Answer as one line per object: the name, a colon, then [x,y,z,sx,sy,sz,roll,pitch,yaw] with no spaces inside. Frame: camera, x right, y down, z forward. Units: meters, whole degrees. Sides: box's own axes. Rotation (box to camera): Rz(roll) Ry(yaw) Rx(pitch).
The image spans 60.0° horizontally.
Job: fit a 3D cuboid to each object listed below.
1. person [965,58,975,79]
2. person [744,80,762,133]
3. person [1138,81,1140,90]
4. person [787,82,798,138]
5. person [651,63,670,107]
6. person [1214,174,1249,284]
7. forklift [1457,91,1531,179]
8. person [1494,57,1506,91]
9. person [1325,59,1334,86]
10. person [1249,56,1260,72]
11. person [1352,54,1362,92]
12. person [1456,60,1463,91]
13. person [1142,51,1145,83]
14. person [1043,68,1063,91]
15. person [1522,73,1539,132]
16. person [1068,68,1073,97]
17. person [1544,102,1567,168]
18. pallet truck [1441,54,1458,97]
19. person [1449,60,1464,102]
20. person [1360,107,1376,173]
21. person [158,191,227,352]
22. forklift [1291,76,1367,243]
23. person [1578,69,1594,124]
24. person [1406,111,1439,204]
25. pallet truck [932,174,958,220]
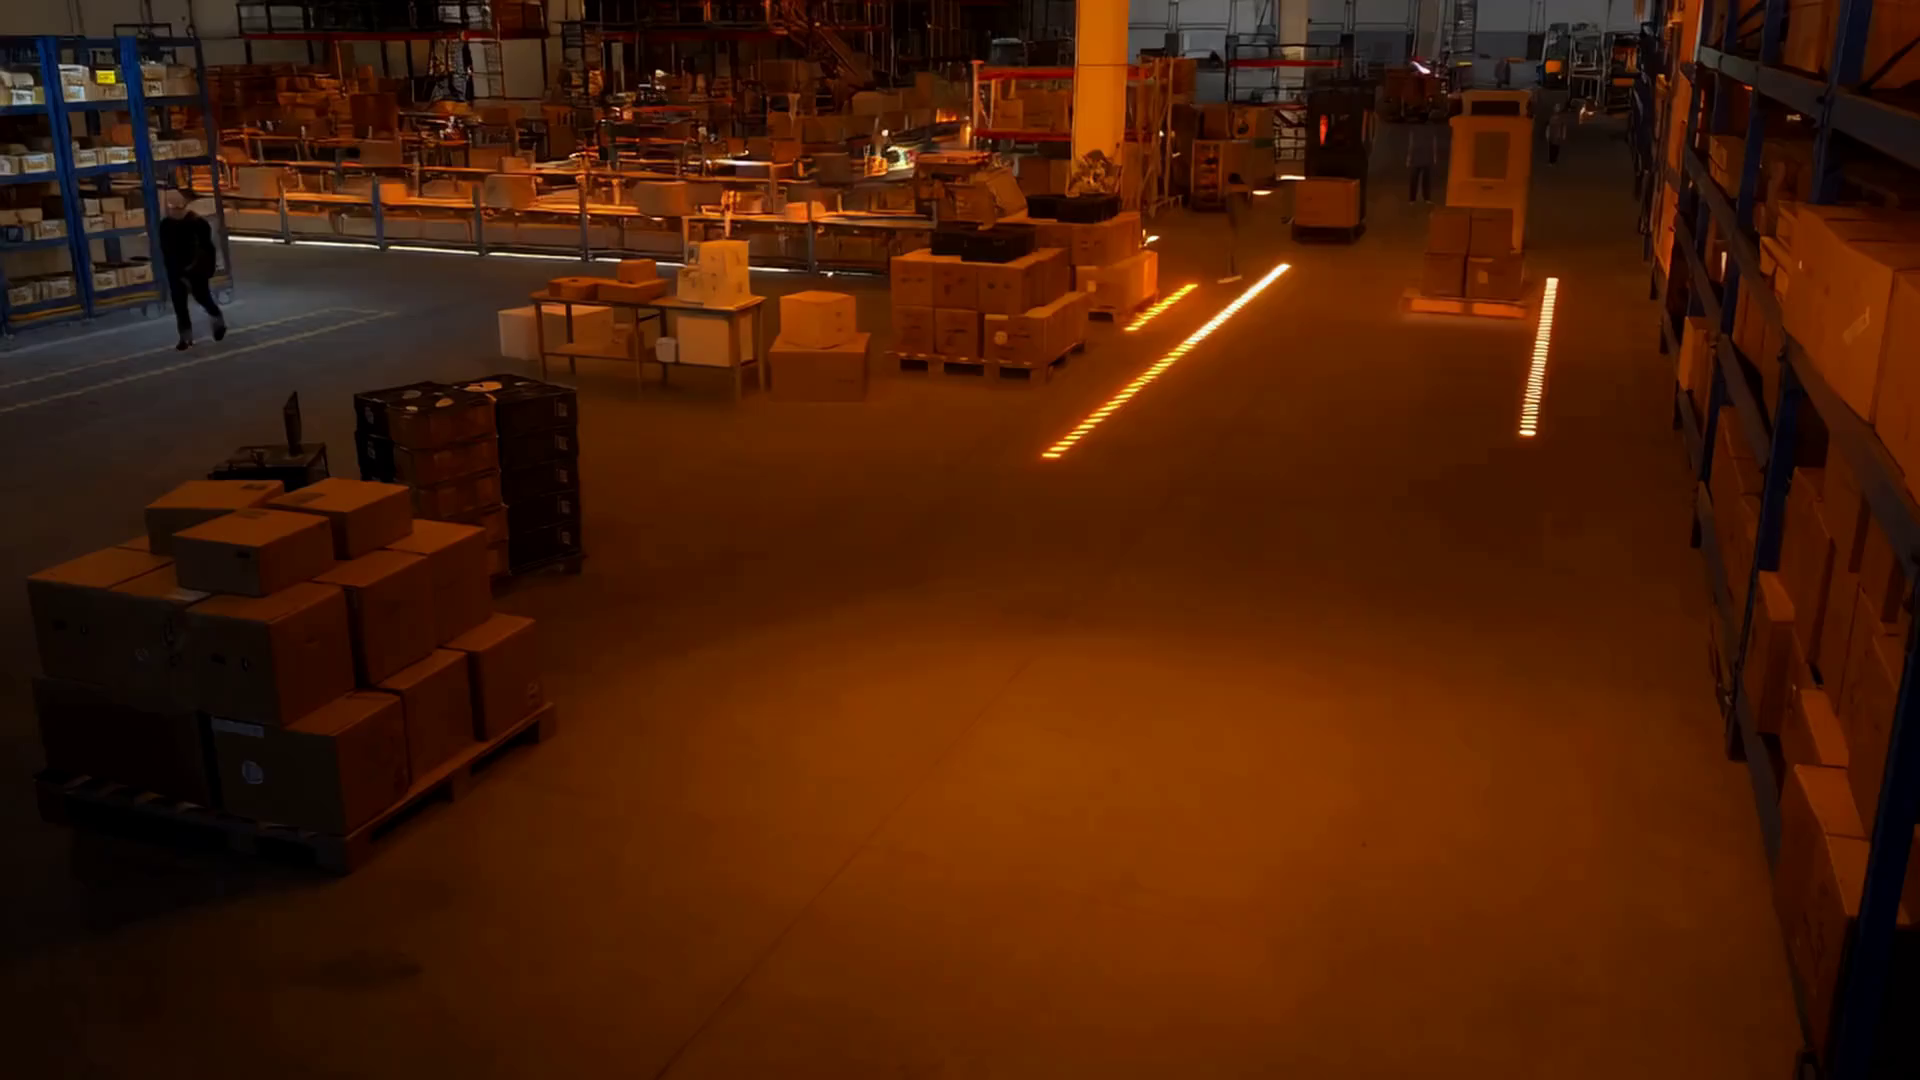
person: [0.459,-21.242,76.623,0.429,1.831,0.627,-9,20,-27]
person: [-6.976,-14.361,55.149,0.867,1.725,0.528,-4,18,-11]
person: [8.753,-22.243,79.593,0.587,1.928,0.363,10,20,29]
person: [-5.043,-12.876,50.254,0.311,1.869,0.534,-10,20,-28]
person: [-12.613,-19.074,69.767,0.905,1.854,0.585,10,20,29]
person: [4.055,-4.629,24.788,0.602,1.590,0.553,-6,18,-17]
forklift: [7.597,-5.029,23.957,1.129,2.768,1.873,6,19,18]
person: [26.528,-22.847,81.774,0.540,1.751,0.382,4,18,11]
person: [17.390,-21.840,78.300,1.004,1.950,0.626,-4,18,-12]
person: [14.031,-22.015,78.959,0.987,1.891,0.628,14,22,36]
person: [19.274,-22.585,80.673,0.383,1.924,0.589,13,22,35]
person: [24.315,-22.500,80.835,0.858,1.642,0.549,11,21,31]
person: [9.824,-25.487,89.810,0.604,1.919,0.851,-8,19,-24]
person: [3.347,-15.856,59.340,0.689,2.000,0.539,5,18,17]
person: [19.095,-14.657,55.751,0.432,1.952,0.655,-15,23,-38]
person: [4.500,-17.932,65.903,0.449,2.027,0.606,-4,18,-13]
person: [15.455,-10.525,43.202,0.533,1.660,0.831,4,18,11]
pallet truck: [22.765,-21.886,78.355,0.823,1.965,1.885,-4,18,-14]
person: [22.227,-20.381,73.914,0.748,1.825,0.625,1,18,3]
person: [10.046,-10.016,41.360,0.616,1.803,0.764,7,19,21]
person: [-9.264,-3.265,20.048,0.651,1.881,0.857,1,18,4]
forklift: [6.598,-6.755,29.381,1.129,2.768,1.873,6,19,19]
person: [22.537,-15.941,59.799,0.399,1.928,0.542,2,18,8]
person: [9.735,-8.053,35.041,0.646,1.907,0.401,5,18,15]
pallet truck: [-0.507,-5.292,27.348,0.653,1.274,1.630,6,19,19]
